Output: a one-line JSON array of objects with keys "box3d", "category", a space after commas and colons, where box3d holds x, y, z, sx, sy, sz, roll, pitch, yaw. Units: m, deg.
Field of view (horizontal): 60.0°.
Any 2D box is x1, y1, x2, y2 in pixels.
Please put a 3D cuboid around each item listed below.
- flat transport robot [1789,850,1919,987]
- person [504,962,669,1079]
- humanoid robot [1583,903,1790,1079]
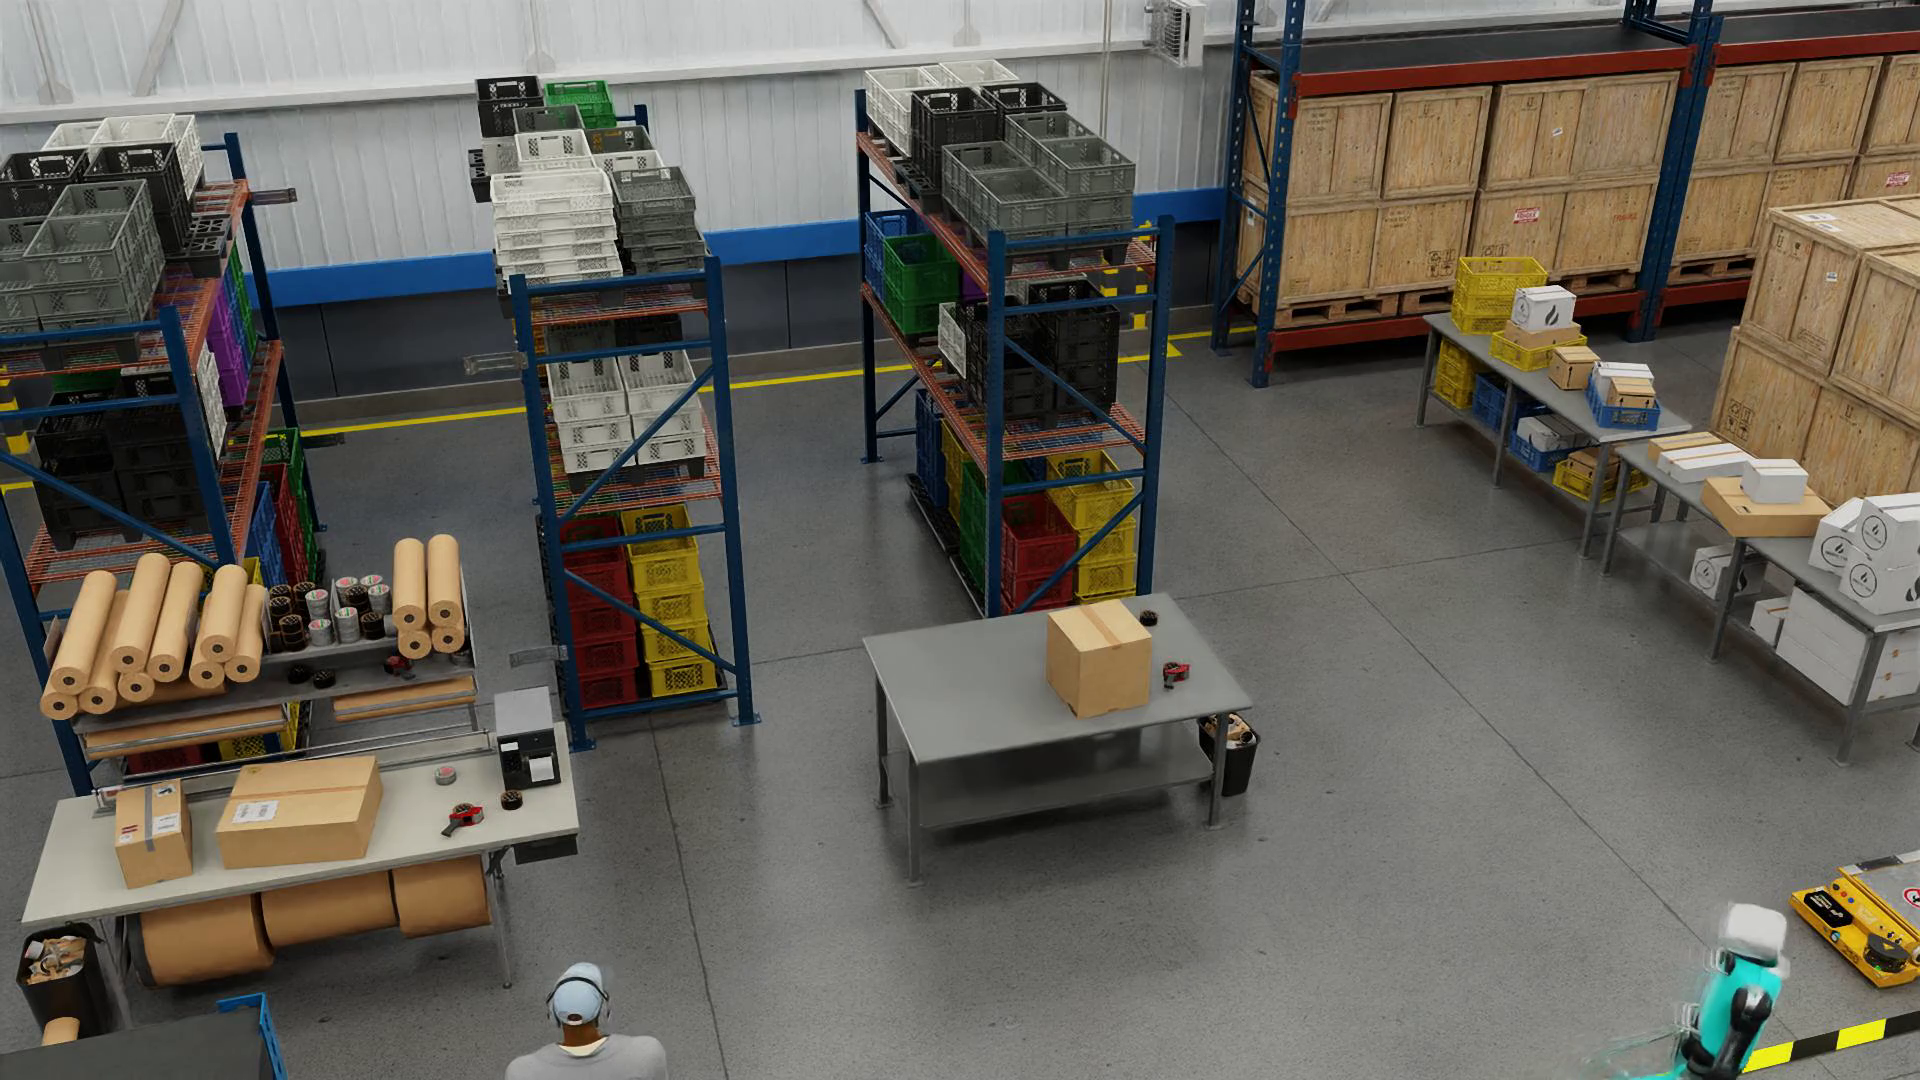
[{"box3d": [5.163, 1.916, 8.676, 1.431, 0.231, 0.659, -8, 30, -14], "category": "flat transport robot"}, {"box3d": [-1.355, 2.331, 6.276, 0.596, 1.850, 0.397, -7, 30, -13], "category": "person"}, {"box3d": [2.704, 2.135, 6.776, 0.955, 1.764, 0.544, 12, 31, 21], "category": "humanoid robot"}]
